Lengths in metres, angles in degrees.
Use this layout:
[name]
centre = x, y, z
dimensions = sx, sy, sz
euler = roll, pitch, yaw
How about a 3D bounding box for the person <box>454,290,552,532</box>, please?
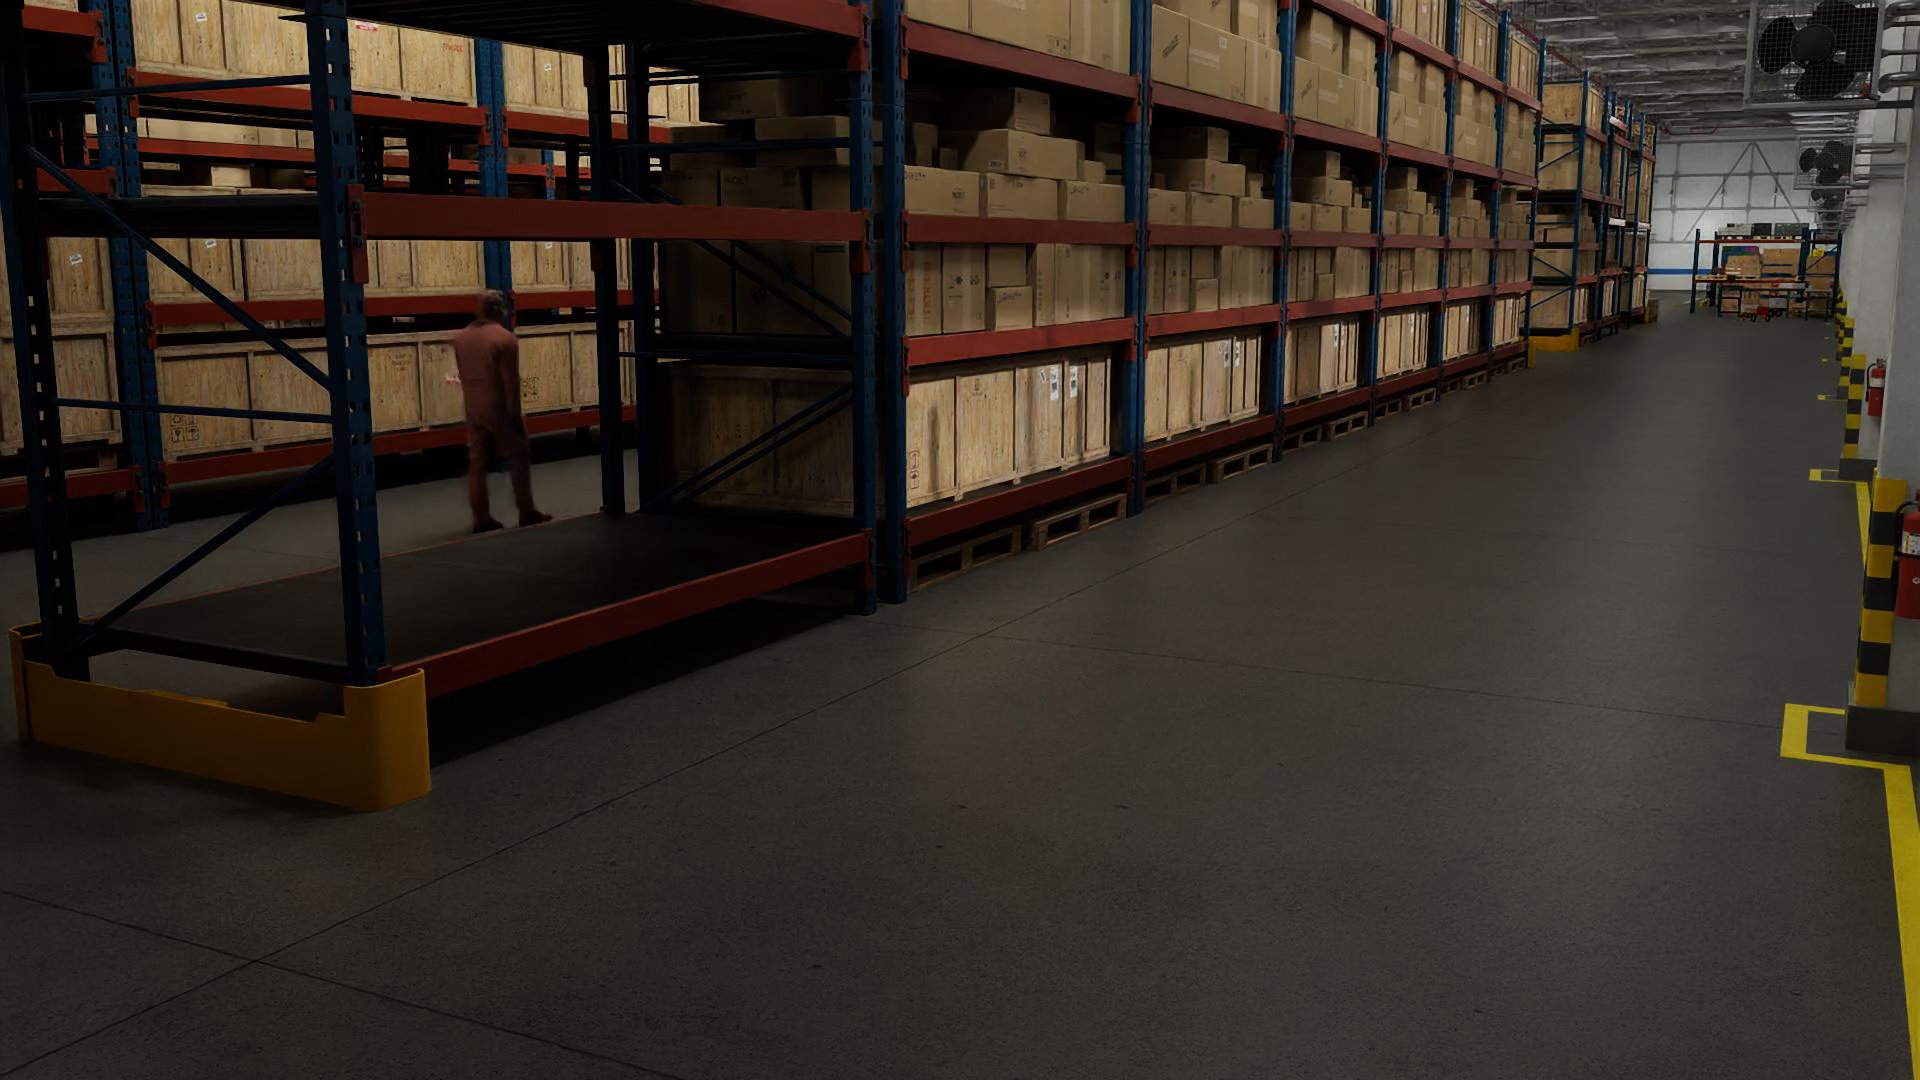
[person]
centre = -3.591, -1.022, 13.127
dimensions = 0.673, 1.881, 0.785
euler = 5, 11, 28
